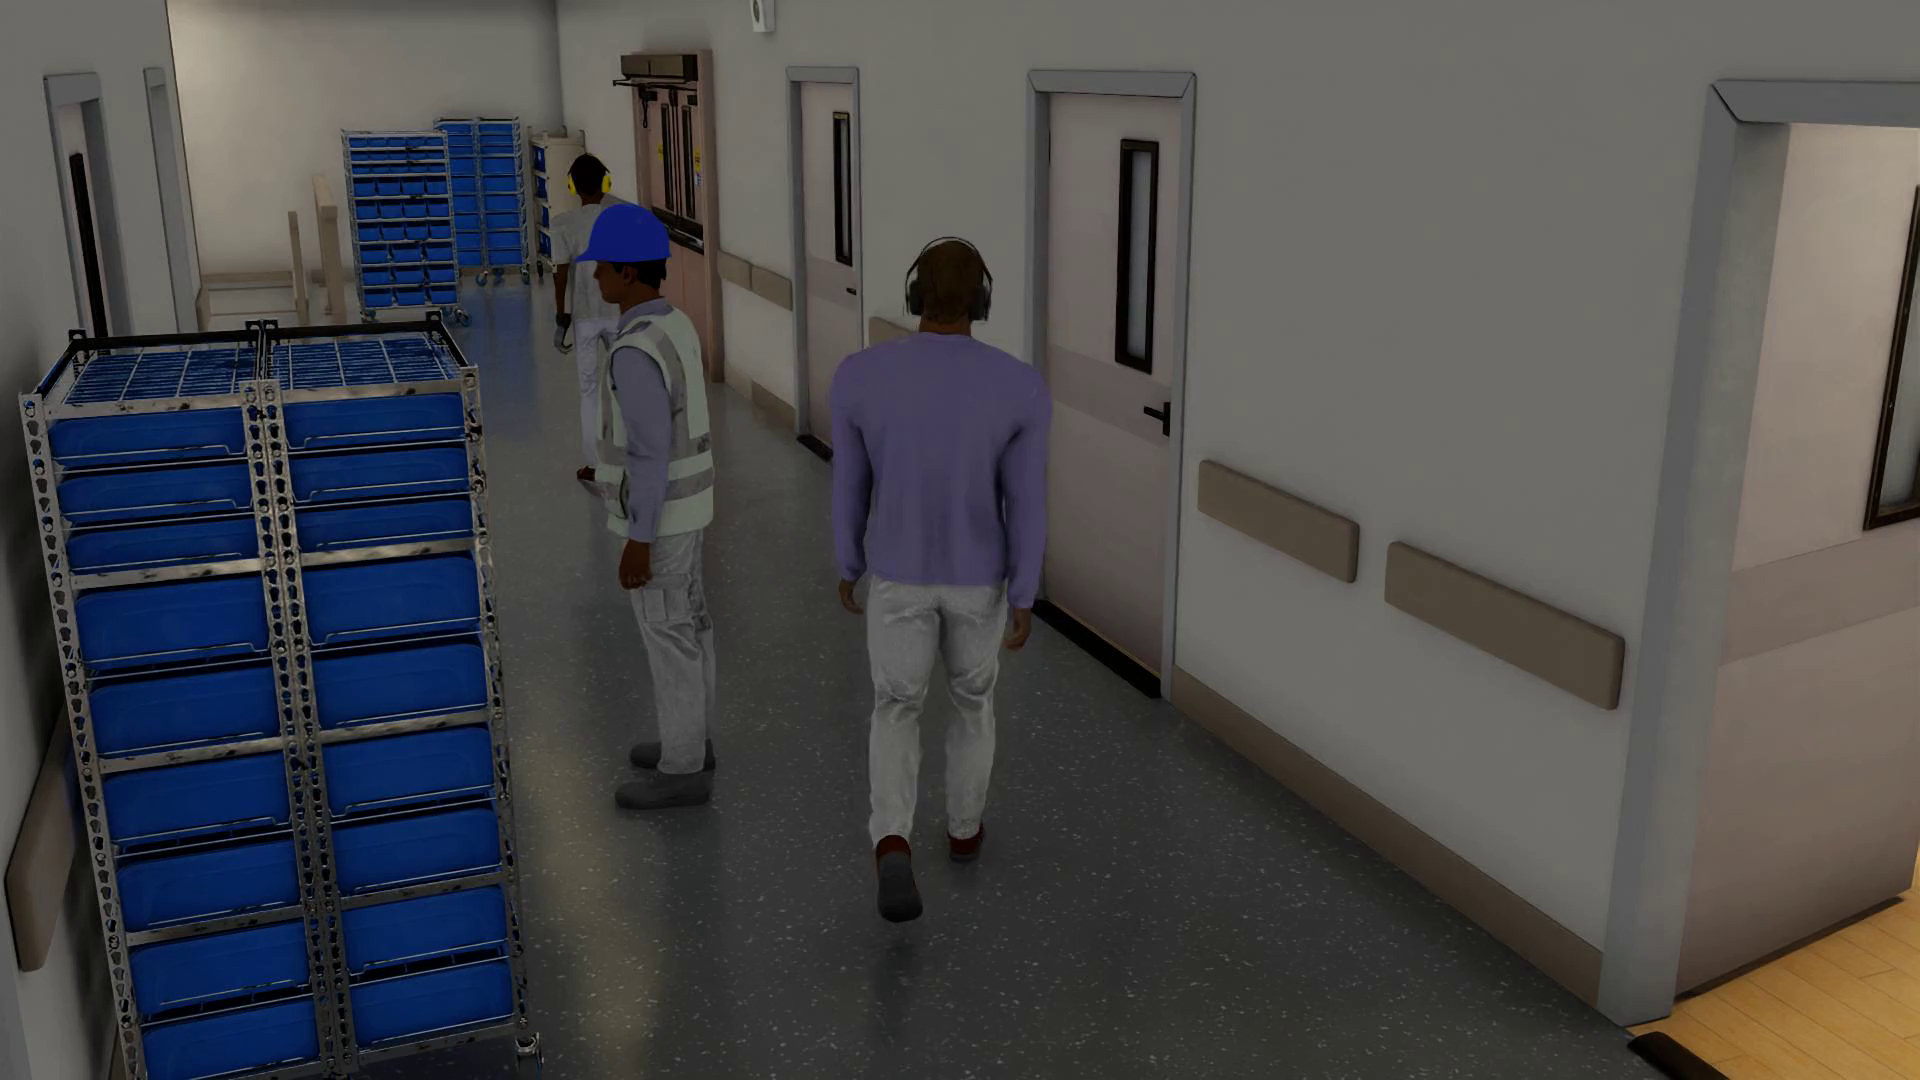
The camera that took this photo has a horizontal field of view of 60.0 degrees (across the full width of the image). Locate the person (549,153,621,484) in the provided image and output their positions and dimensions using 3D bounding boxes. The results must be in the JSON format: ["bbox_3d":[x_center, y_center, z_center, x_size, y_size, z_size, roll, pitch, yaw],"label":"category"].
[{"bbox_3d":[-2.063,-1.248,9.491,0.521,1.865,0.319,-7,18,-23],"label":"person"}]

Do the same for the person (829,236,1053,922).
[{"bbox_3d":[-0.062,0.121,4.678,0.634,1.913,0.797,1,16,2],"label":"person"}]

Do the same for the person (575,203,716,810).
[{"bbox_3d":[-0.984,-0.091,5.337,0.406,1.947,0.606,1,16,2],"label":"person"}]
